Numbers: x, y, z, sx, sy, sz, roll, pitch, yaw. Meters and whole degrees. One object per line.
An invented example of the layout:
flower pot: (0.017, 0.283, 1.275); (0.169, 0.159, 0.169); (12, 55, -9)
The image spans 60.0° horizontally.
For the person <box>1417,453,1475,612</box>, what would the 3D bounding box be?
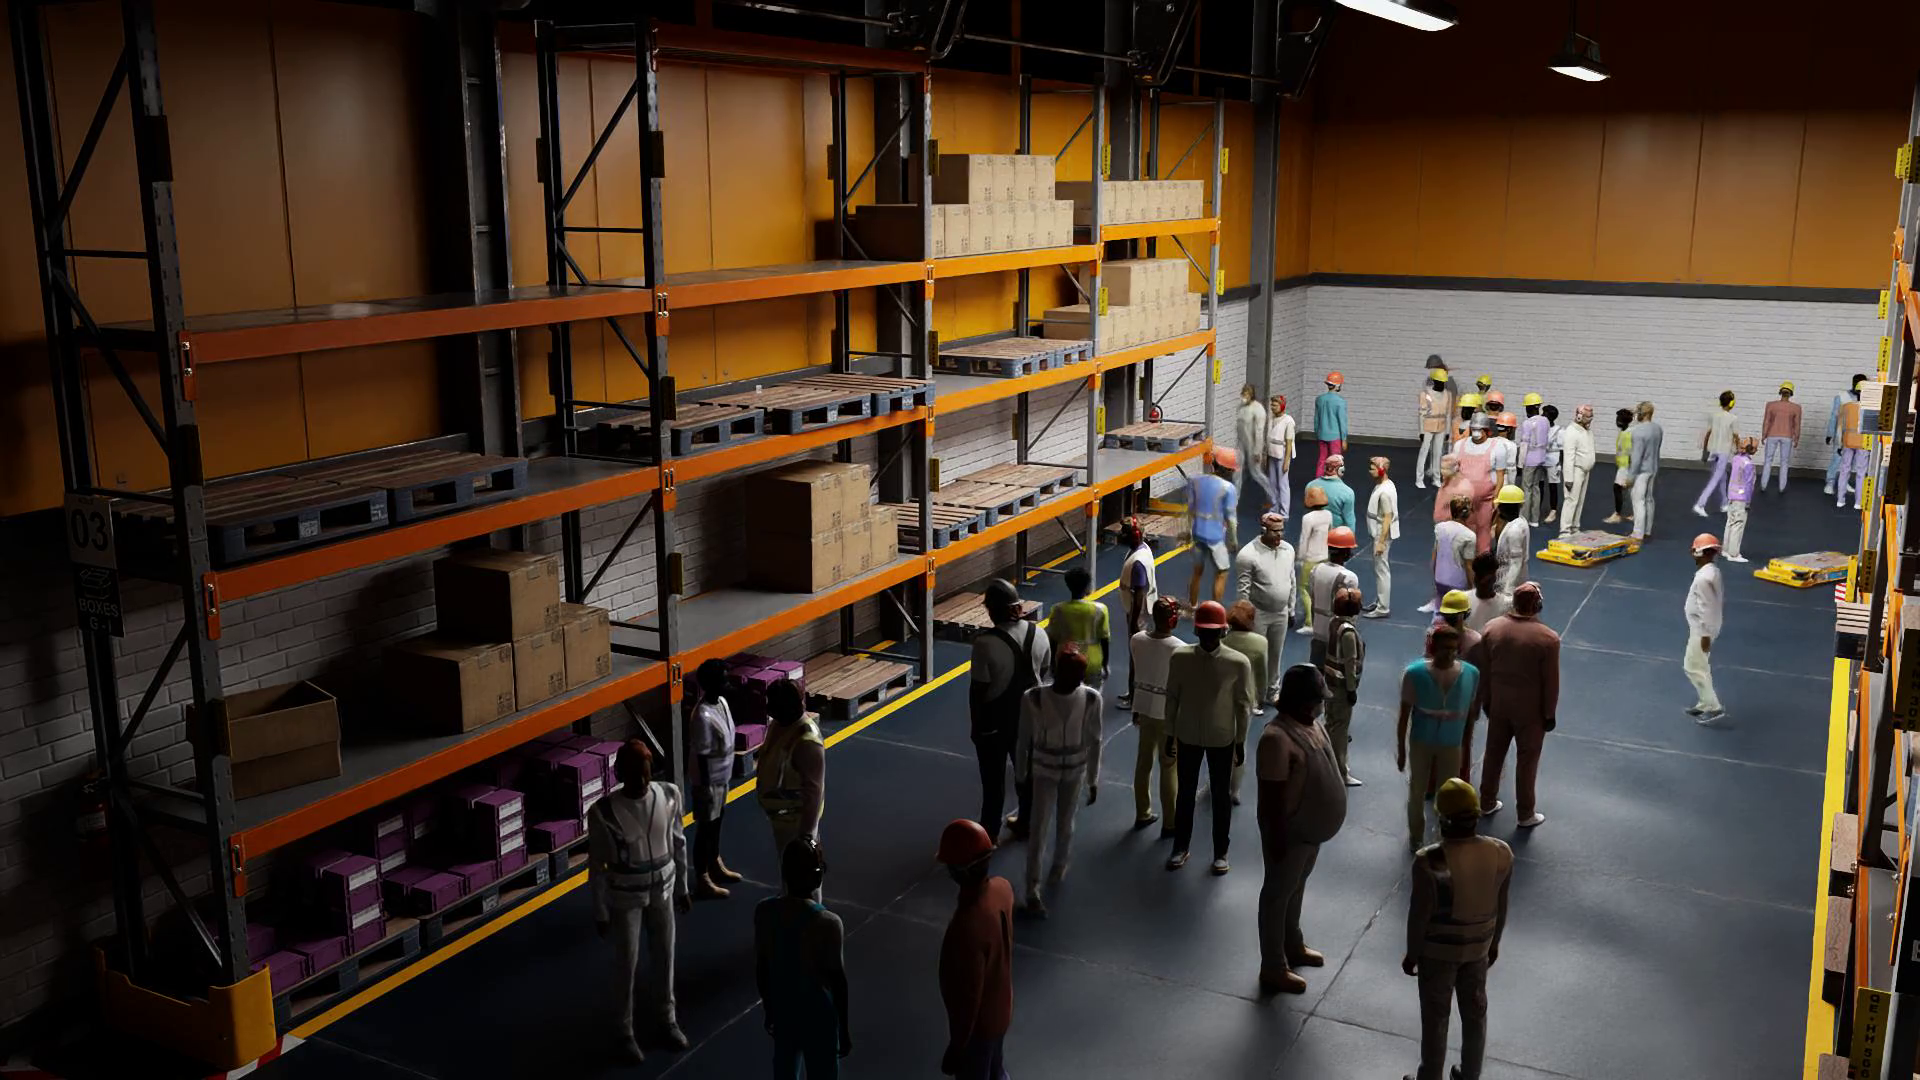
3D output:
person: (5.554, -0.049, 18.702); (0.591, 1.881, 0.660); (-2, 13, -7)

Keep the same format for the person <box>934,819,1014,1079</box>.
person: (0.061, 2.287, 7.995); (0.391, 1.986, 0.609); (4, 13, 18)

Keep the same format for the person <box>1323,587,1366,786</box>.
person: (3.151, 1.190, 13.681); (0.310, 1.642, 0.514); (-1, 13, -2)

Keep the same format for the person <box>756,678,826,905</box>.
person: (-1.087, 1.765, 10.667); (0.430, 1.840, 0.619); (-6, 14, -25)

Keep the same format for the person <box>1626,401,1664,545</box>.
person: (9.201, -0.910, 22.417); (0.636, 1.936, 0.358); (-11, 16, -39)

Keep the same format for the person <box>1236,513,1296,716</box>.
person: (2.851, 0.676, 15.406); (0.645, 1.900, 0.399); (-7, 14, -27)

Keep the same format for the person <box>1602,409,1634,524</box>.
person: (9.526, -1.048, 23.662); (0.598, 1.662, 0.551); (3, 13, 14)

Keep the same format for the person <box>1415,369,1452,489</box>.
person: (7.502, -1.757, 26.270); (0.583, 1.918, 0.404); (-3, 13, -15)

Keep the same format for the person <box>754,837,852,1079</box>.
person: (-0.753, 2.333, 8.118); (0.505, 1.840, 0.346); (6, 14, 26)

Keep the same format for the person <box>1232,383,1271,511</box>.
person: (4.291, -1.371, 24.516); (0.779, 1.923, 0.654); (-6, 14, -24)

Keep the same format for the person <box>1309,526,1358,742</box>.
person: (3.307, 0.829, 14.673); (0.395, 1.928, 0.541); (-6, 14, -25)

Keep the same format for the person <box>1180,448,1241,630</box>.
person: (2.771, -0.037, 18.396); (0.433, 2.001, 0.800); (-10, 16, -37)

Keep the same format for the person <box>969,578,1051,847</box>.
person: (0.318, 1.266, 12.442); (0.681, 2.000, 0.535); (-9, 15, -34)

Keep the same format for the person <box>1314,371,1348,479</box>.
person: (5.623, -1.554, 25.169); (0.378, 1.996, 0.611); (-9, 15, -34)

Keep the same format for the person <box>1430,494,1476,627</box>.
person: (4.907, 0.454, 16.553); (0.342, 1.839, 0.501); (-8, 15, -33)

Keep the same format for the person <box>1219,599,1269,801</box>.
person: (2.221, 1.278, 13.376); (0.517, 1.595, 0.610); (1, 13, 6)

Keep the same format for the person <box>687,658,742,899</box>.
person: (-1.720, 1.638, 11.568); (0.319, 1.694, 0.535); (2, 13, 9)

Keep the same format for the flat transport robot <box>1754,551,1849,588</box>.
flat transport robot: (10.574, 0.352, 20.531); (1.431, 0.197, 0.652); (-6, 14, -27)

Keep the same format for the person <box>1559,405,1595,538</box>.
person: (8.332, -0.885, 22.412); (0.401, 1.895, 0.653); (10, 16, 39)

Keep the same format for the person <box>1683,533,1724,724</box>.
person: (6.841, 0.803, 15.259); (0.461, 1.708, 0.615); (8, 15, 30)

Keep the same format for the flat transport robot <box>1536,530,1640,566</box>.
flat transport robot: (8.201, 0.094, 21.684); (1.431, 0.197, 0.652); (-10, 16, -38)

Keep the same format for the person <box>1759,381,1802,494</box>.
person: (12.786, -1.598, 25.915); (0.532, 1.755, 0.342); (6, 14, 25)

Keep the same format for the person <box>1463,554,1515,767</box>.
person: (4.337, 1.039, 13.740); (0.614, 1.939, 0.889); (8, 15, 31)

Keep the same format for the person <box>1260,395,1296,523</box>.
person: (4.572, -1.158, 23.753); (0.393, 1.838, 0.561); (-5, 13, -21)

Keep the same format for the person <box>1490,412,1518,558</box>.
person: (6.979, -0.687, 21.460); (0.387, 1.926, 0.548); (-6, 14, -23)

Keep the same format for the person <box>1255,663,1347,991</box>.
person: (2.121, 1.742, 10.308); (0.535, 2.000, 0.674); (7, 15, 30)

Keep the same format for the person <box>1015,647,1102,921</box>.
person: (0.673, 1.598, 11.457); (0.580, 1.841, 0.836); (-2, 13, -8)

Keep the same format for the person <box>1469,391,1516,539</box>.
person: (7.228, -1.020, 22.705); (0.619, 2.029, 0.410); (4, 13, 16)

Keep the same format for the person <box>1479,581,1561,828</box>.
person: (4.323, 1.252, 12.841); (0.395, 1.900, 0.643); (-11, 17, -40)

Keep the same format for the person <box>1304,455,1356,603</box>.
person: (4.110, -0.005, 18.458); (0.399, 1.900, 0.646); (-11, 17, -40)

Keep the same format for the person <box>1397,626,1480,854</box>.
person: (3.429, 1.497, 11.955); (0.583, 1.792, 0.913); (1, 13, 4)

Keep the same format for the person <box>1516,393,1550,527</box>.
person: (8.015, -1.109, 23.374); (0.589, 1.912, 0.398); (-11, 17, -40)

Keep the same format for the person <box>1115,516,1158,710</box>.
person: (1.664, 0.677, 15.544); (0.394, 1.837, 0.563); (1, 13, 5)

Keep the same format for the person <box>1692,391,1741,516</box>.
person: (11.087, -1.262, 24.260); (0.981, 1.827, 0.519); (-5, 14, -22)

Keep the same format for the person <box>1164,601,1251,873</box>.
person: (1.763, 1.402, 11.931); (0.612, 1.997, 0.375); (4, 13, 17)

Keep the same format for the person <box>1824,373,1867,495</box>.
person: (13.811, -1.659, 25.884); (0.642, 1.901, 0.452); (-2, 13, -10)

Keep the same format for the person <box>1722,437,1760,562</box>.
person: (10.034, -0.523, 21.382); (0.313, 1.631, 0.525); (1, 13, 4)

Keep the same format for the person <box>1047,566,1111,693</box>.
person: (1.007, 1.053, 14.193); (0.549, 1.676, 0.365); (1, 13, 4)

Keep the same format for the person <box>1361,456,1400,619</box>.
person: (4.746, -0.030, 18.690); (0.374, 1.840, 0.571); (2, 13, 11)

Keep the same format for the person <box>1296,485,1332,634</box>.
person: (3.840, 0.219, 18.055); (0.309, 1.627, 0.532); (12, 17, 43)

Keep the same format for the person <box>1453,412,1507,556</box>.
person: (6.401, -0.581, 20.709); (0.682, 2.000, 0.537); (8, 15, 33)

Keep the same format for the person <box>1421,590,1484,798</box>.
person: (3.872, 1.249, 13.137); (0.528, 1.768, 0.313); (9, 15, 35)

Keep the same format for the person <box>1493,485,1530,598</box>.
person: (5.457, 0.402, 16.566); (0.382, 1.924, 0.594); (4, 13, 19)

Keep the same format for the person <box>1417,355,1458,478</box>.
person: (7.708, -2.046, 27.271); (0.756, 2.000, 0.699); (-5, 14, -22)

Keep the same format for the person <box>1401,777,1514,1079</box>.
person: (2.644, 2.156, 8.934); (0.588, 1.829, 0.404); (-4, 13, -16)

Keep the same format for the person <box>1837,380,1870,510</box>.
person: (13.326, -1.414, 24.702); (0.369, 1.925, 0.586); (-11, 17, -41)

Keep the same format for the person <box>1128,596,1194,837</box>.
person: (1.506, 1.329, 12.597); (0.396, 1.847, 0.565); (-12, 17, -42)

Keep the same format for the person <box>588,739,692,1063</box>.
person: (-1.810, 2.021, 9.436); (0.591, 1.874, 0.357); (-9, 16, -36)

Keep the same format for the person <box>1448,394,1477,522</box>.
person: (7.043, -1.083, 23.206); (0.355, 1.930, 0.587); (-8, 15, -33)

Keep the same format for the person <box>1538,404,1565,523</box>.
person: (8.401, -1.096, 23.784); (0.321, 1.698, 0.537); (-8, 15, -32)
